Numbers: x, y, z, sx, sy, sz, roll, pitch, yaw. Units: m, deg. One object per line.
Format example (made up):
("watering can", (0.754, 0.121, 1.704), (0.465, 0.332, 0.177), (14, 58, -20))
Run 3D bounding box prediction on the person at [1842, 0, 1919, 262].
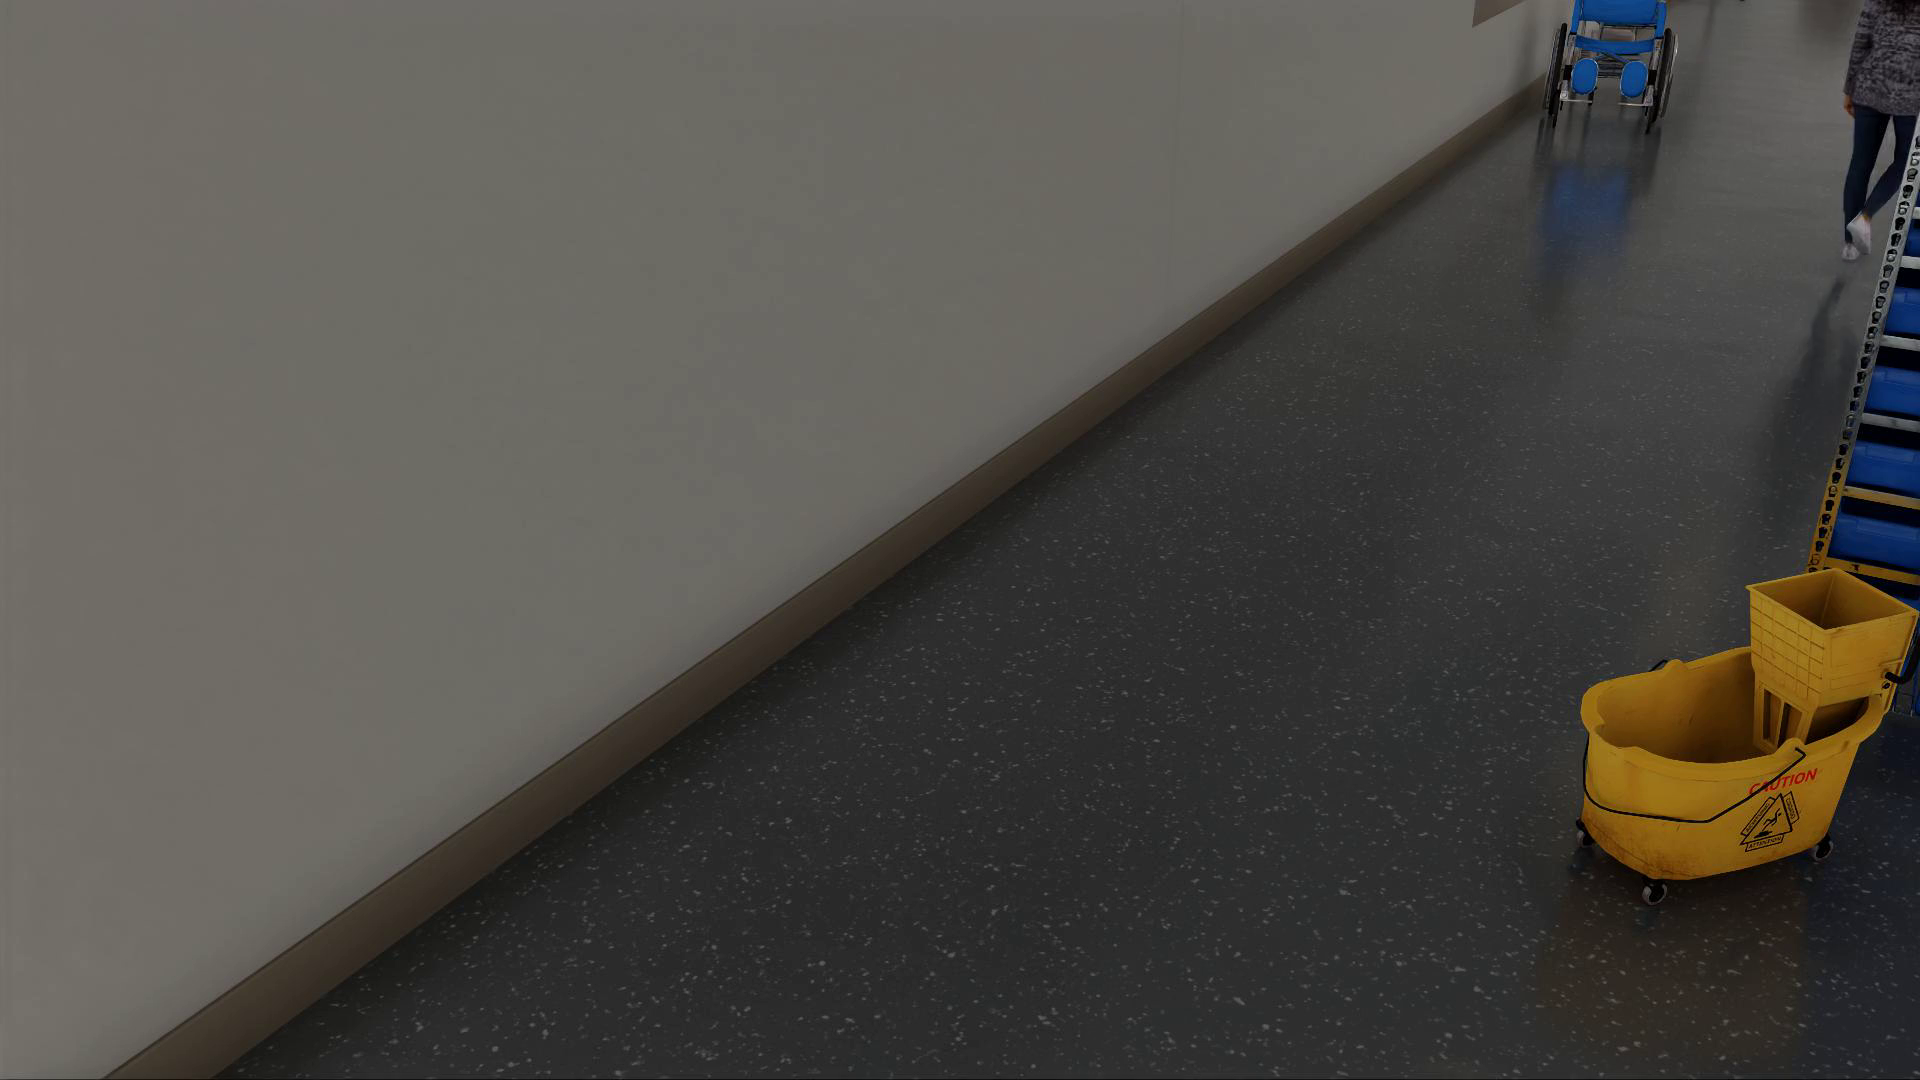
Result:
("person", (4.606, -2.215, 8.269), (0.796, 1.725, 0.753), (-23, 34, -39))
